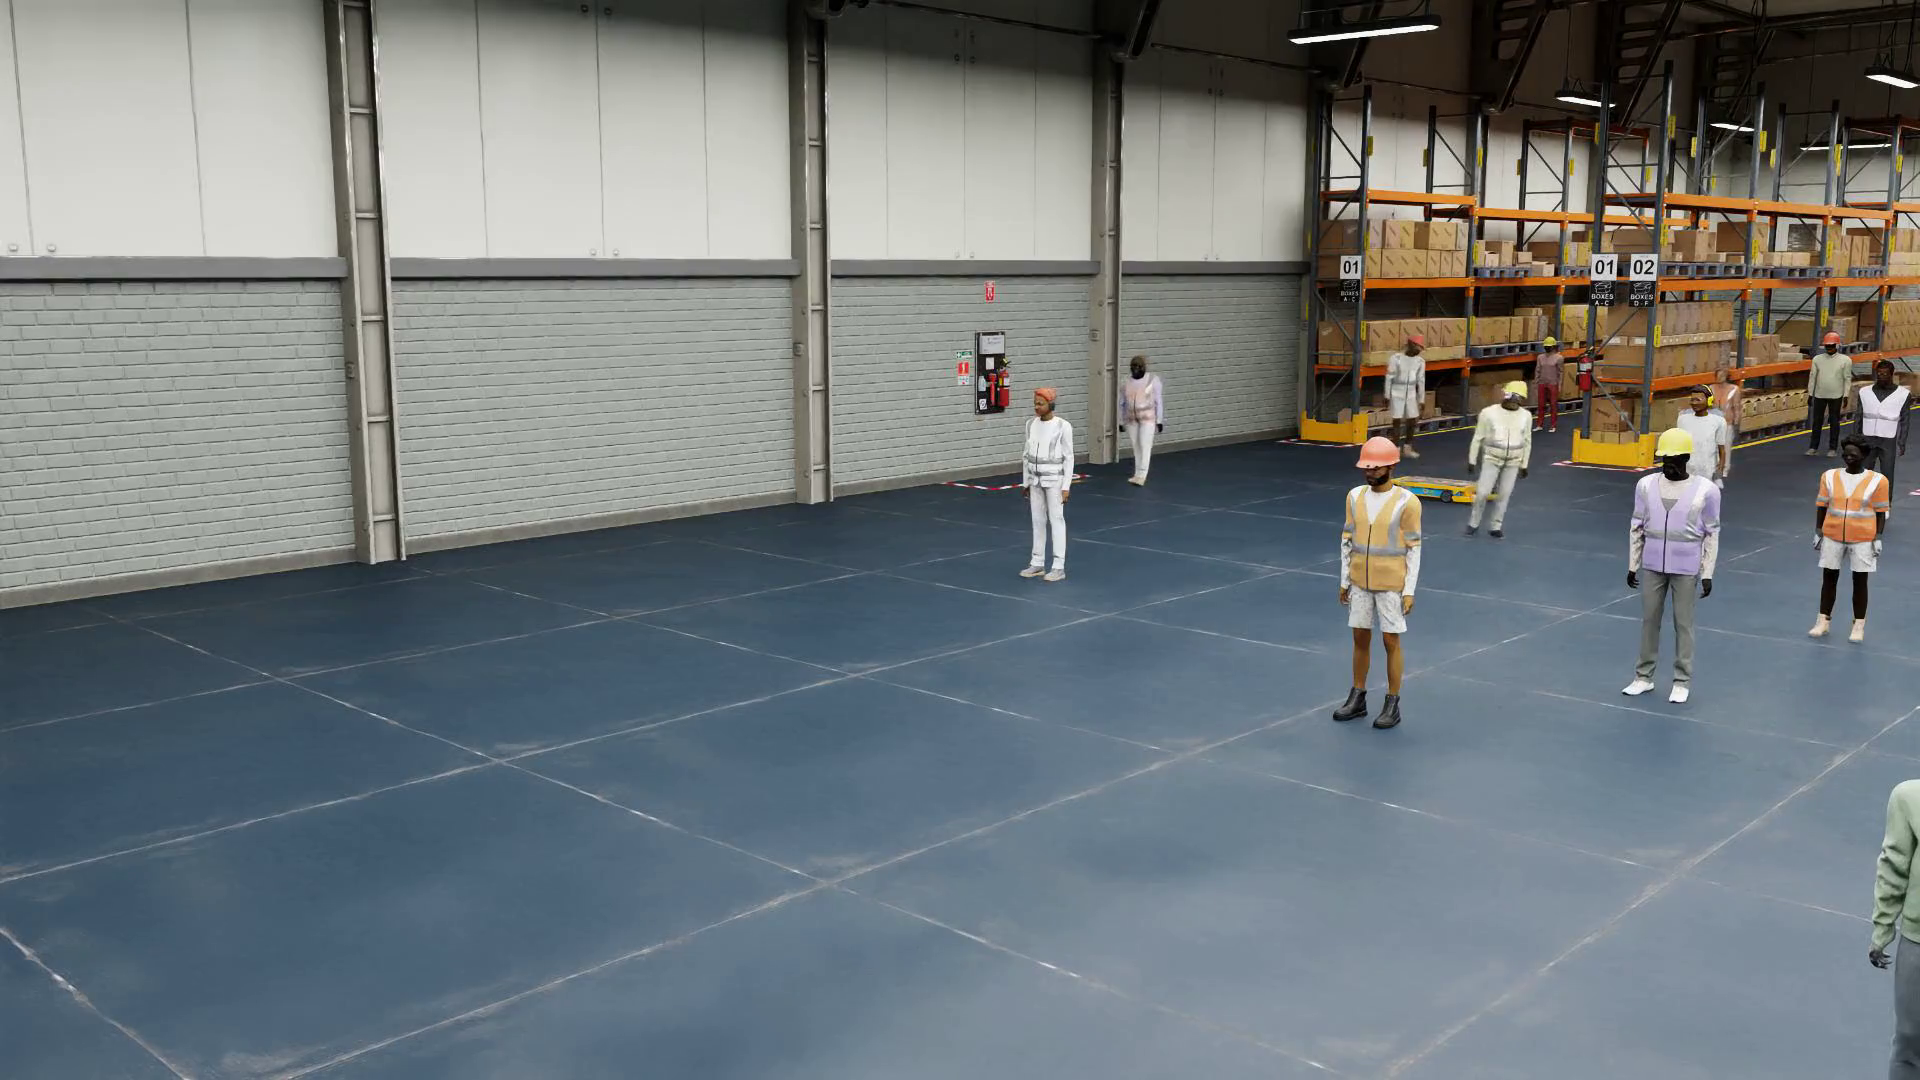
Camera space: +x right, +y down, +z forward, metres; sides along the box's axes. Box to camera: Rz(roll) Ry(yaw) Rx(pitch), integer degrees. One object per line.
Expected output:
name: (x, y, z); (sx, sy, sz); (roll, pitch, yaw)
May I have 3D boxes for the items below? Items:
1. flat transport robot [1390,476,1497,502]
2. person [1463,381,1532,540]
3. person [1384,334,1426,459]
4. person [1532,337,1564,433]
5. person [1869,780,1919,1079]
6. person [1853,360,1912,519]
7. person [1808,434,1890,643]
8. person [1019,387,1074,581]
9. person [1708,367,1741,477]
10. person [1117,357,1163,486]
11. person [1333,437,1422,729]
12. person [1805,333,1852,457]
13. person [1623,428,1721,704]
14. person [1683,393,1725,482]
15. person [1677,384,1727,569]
flat transport robot: (6.252, -0.679, 21.870); (1.431, 0.197, 0.652); (9, 13, 43)
person: (6.016, -0.878, 18.515); (0.681, 1.783, 0.430); (1, 9, 3)
person: (7.001, -2.242, 26.208); (0.694, 1.990, 0.444); (-1, 9, -7)
person: (10.809, -2.852, 30.577); (0.533, 1.765, 0.329); (9, 13, 42)
person: (3.245, 1.341, 5.417); (0.507, 1.632, 0.267); (9, 13, 42)
person: (11.159, -1.220, 20.168); (0.597, 1.914, 0.370); (9, 13, 42)
person: (7.211, -0.016, 13.496); (0.540, 1.695, 0.317); (9, 13, 42)
person: (0.839, -0.545, 16.150); (0.585, 1.882, 0.337); (9, 13, 42)
person: (10.966, -1.685, 23.945); (0.517, 1.599, 0.553); (8, 12, 41)
person: (2.472, -1.648, 23.191); (0.651, 1.796, 0.777); (5, 11, 29)
person: (2.742, 0.279, 10.975); (0.552, 1.932, 0.377); (9, 13, 42)
person: (13.907, -2.322, 26.644); (0.623, 1.992, 0.396); (9, 13, 42)
person: (4.961, 0.177, 11.622); (0.594, 1.924, 0.382); (9, 13, 42)
person: (8.807, -1.016, 19.782); (0.507, 1.632, 0.267); (9, 13, 42)
person: (7.442, -0.643, 16.799); (0.535, 1.868, 0.309); (9, 13, 42)
